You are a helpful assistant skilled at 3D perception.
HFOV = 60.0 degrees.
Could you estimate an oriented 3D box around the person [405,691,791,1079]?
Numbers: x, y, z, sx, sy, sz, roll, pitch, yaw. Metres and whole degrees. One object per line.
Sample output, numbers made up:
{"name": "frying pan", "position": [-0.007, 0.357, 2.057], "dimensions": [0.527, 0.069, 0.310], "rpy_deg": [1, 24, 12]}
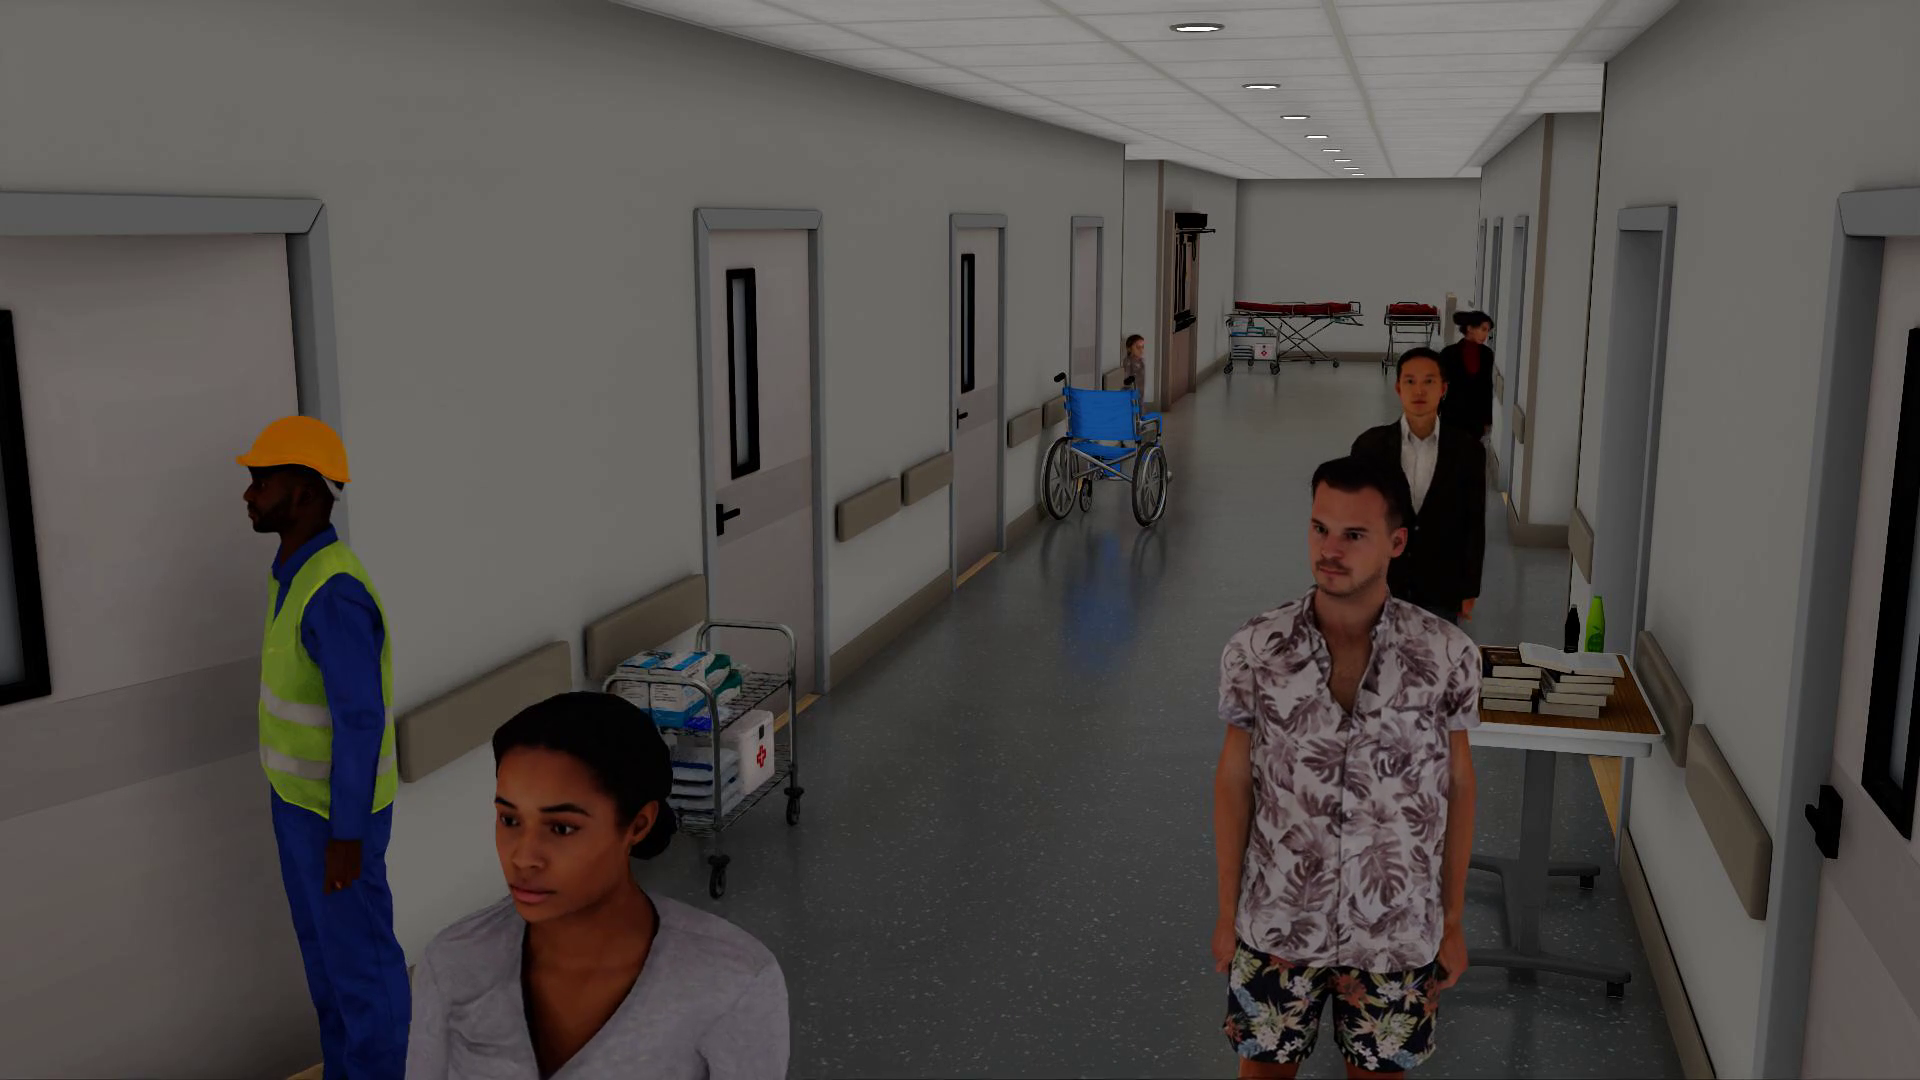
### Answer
{"name": "person", "position": [-0.415, 1.014, 2.112], "dimensions": [0.688, 1.702, 1.161], "rpy_deg": [2, 11, 12]}

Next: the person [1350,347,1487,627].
{"name": "person", "position": [1.697, 0.171, 6.310], "dimensions": [0.668, 1.794, 0.672], "rpy_deg": [3, 11, 14]}

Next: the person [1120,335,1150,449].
{"name": "person", "position": [1.652, -1.413, 16.337], "dimensions": [0.795, 1.166, 0.827], "rpy_deg": [-7, 13, -34]}

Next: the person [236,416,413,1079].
{"name": "person", "position": [-1.502, 0.606, 3.965], "dimensions": [0.787, 1.812, 0.750], "rpy_deg": [-7, 13, -34]}

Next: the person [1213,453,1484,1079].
{"name": "person", "position": [0.763, 0.718, 3.372], "dimensions": [0.673, 1.814, 0.562], "rpy_deg": [2, 11, 10]}

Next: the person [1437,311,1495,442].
{"name": "person", "position": [3.672, -0.860, 12.213], "dimensions": [0.645, 1.618, 0.636], "rpy_deg": [1, 11, 4]}
